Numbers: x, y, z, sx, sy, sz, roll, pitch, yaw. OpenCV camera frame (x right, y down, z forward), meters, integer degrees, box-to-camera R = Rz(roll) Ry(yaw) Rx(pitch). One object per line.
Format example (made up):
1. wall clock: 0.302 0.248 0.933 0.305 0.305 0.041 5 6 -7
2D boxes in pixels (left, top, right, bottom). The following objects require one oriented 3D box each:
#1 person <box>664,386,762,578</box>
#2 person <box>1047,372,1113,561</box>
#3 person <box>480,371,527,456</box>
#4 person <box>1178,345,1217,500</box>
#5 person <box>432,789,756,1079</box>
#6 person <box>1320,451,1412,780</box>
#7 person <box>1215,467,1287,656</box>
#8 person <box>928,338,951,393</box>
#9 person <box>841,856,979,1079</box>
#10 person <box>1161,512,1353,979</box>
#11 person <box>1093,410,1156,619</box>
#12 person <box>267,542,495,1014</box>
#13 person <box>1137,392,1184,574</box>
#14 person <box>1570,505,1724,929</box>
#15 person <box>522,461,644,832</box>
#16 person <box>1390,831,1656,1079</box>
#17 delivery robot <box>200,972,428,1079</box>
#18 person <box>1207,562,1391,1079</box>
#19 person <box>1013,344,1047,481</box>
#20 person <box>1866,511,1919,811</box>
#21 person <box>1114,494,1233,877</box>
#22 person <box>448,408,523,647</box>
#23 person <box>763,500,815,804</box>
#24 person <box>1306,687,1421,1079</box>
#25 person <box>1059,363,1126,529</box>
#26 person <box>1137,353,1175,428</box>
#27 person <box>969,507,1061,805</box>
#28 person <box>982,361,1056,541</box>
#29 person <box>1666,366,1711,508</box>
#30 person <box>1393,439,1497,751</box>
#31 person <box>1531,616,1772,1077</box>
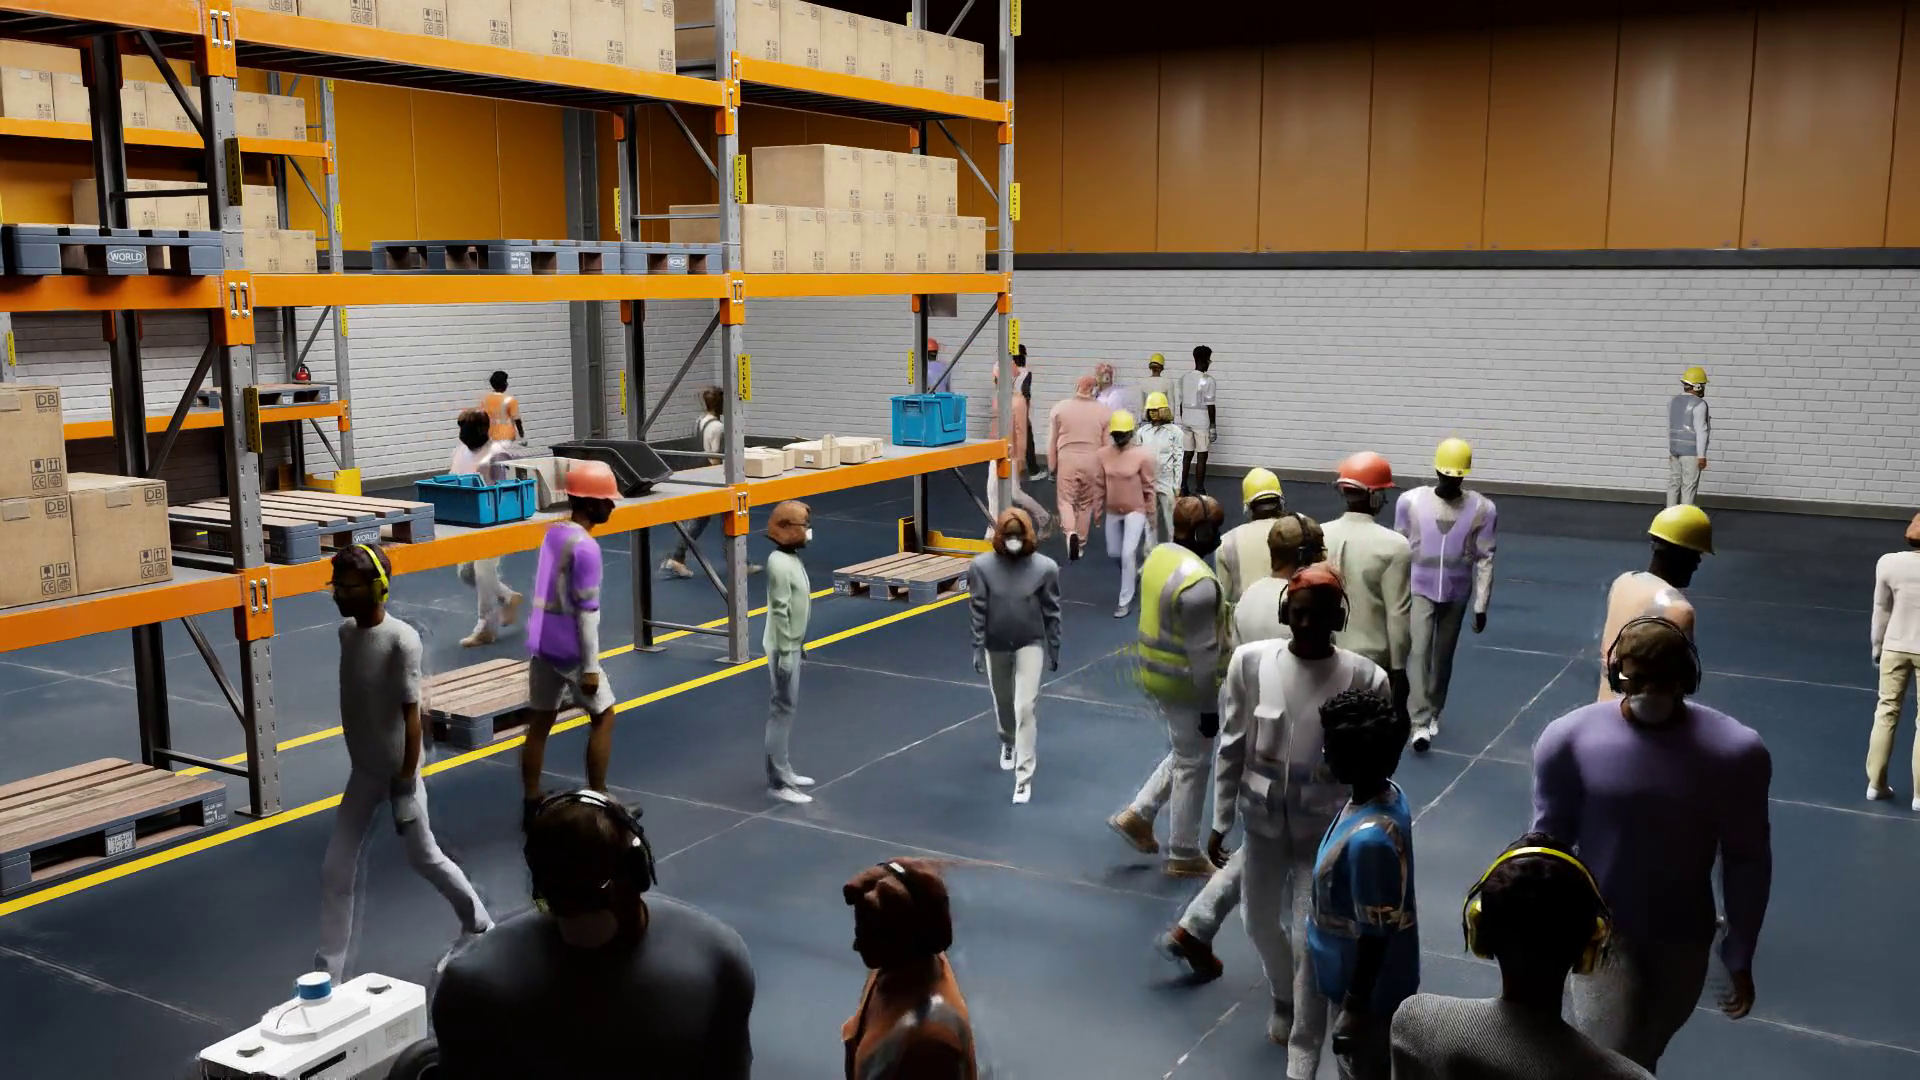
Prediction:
1. person: -2.340 -0.534 15.490 0.937 1.812 0.520 -5 11 -31
2. person: 1.178 -0.709 16.350 0.661 1.880 0.715 0 9 2
3. person: -5.657 -1.256 20.469 0.534 1.654 0.880 5 10 29
4. person: 2.958 -1.440 20.673 0.373 1.958 0.607 -6 11 -35
5. person: -0.715 1.371 3.350 0.630 1.908 0.917 -3 10 -19
6. person: 1.970 0.552 8.153 0.503 1.979 0.645 -9 13 -43
7. person: 1.671 0.506 9.045 0.591 1.794 0.860 5 10 26
8. person: -0.373 -1.929 23.824 0.558 1.926 0.630 -4 10 -22
9. person: -0.042 1.447 3.690 0.492 1.613 0.537 -1 9 -7
10. person: 1.251 0.835 6.713 0.966 1.912 0.628 -2 9 -13
11. person: 1.418 -0.249 13.918 0.538 1.730 0.716 5 11 30
12. person: -2.230 0.903 6.505 0.543 1.829 0.978 6 11 35
13. person: 1.869 -0.528 15.667 0.491 1.738 0.311 6 11 33
14. person: 2.834 0.771 7.100 0.911 1.885 0.615 -1 9 -7
15. person: -1.941 0.555 8.435 0.618 1.900 0.542 -7 11 -37
16. person: 1.002 1.433 2.996 0.518 1.877 0.326 8 12 39
17. delivery robot: -2.092 1.655 5.421 0.477 0.478 0.707 5 10 28
18. person: 1.187 0.990 5.816 0.588 1.860 0.798 5 10 27
19. person: 0.833 -1.720 22.683 0.600 1.877 0.929 8 12 42
20. person: 5.093 0.621 8.834 0.270 1.627 0.502 -7 12 -39
21. person: 1.055 0.689 7.782 0.458 1.824 0.652 -2 9 -11
22. person: -3.629 -0.114 12.797 0.632 1.829 0.610 6 11 35
23. person: -0.927 0.591 9.001 0.268 1.631 0.505 0 9 1
24. person: 1.137 1.250 4.706 0.320 1.692 0.531 2 9 15
25. person: 1.631 -1.035 18.455 0.977 1.865 0.659 -3 10 -19
26. person: 2.655 -1.640 22.515 0.525 1.769 0.313 3 10 17
27. person: 0.313 0.579 9.210 0.497 1.596 0.821 2 9 9
28. person: 0.563 -0.896 17.246 0.822 1.972 0.622 -5 10 -26
29. person: 7.937 -0.969 18.112 0.404 1.834 0.591 -2 9 -11
30. person: 2.864 0.328 9.907 0.607 1.864 0.991 2 9 12
31. person: 1.932 1.154 4.668 0.617 1.886 0.965 1 9 8
